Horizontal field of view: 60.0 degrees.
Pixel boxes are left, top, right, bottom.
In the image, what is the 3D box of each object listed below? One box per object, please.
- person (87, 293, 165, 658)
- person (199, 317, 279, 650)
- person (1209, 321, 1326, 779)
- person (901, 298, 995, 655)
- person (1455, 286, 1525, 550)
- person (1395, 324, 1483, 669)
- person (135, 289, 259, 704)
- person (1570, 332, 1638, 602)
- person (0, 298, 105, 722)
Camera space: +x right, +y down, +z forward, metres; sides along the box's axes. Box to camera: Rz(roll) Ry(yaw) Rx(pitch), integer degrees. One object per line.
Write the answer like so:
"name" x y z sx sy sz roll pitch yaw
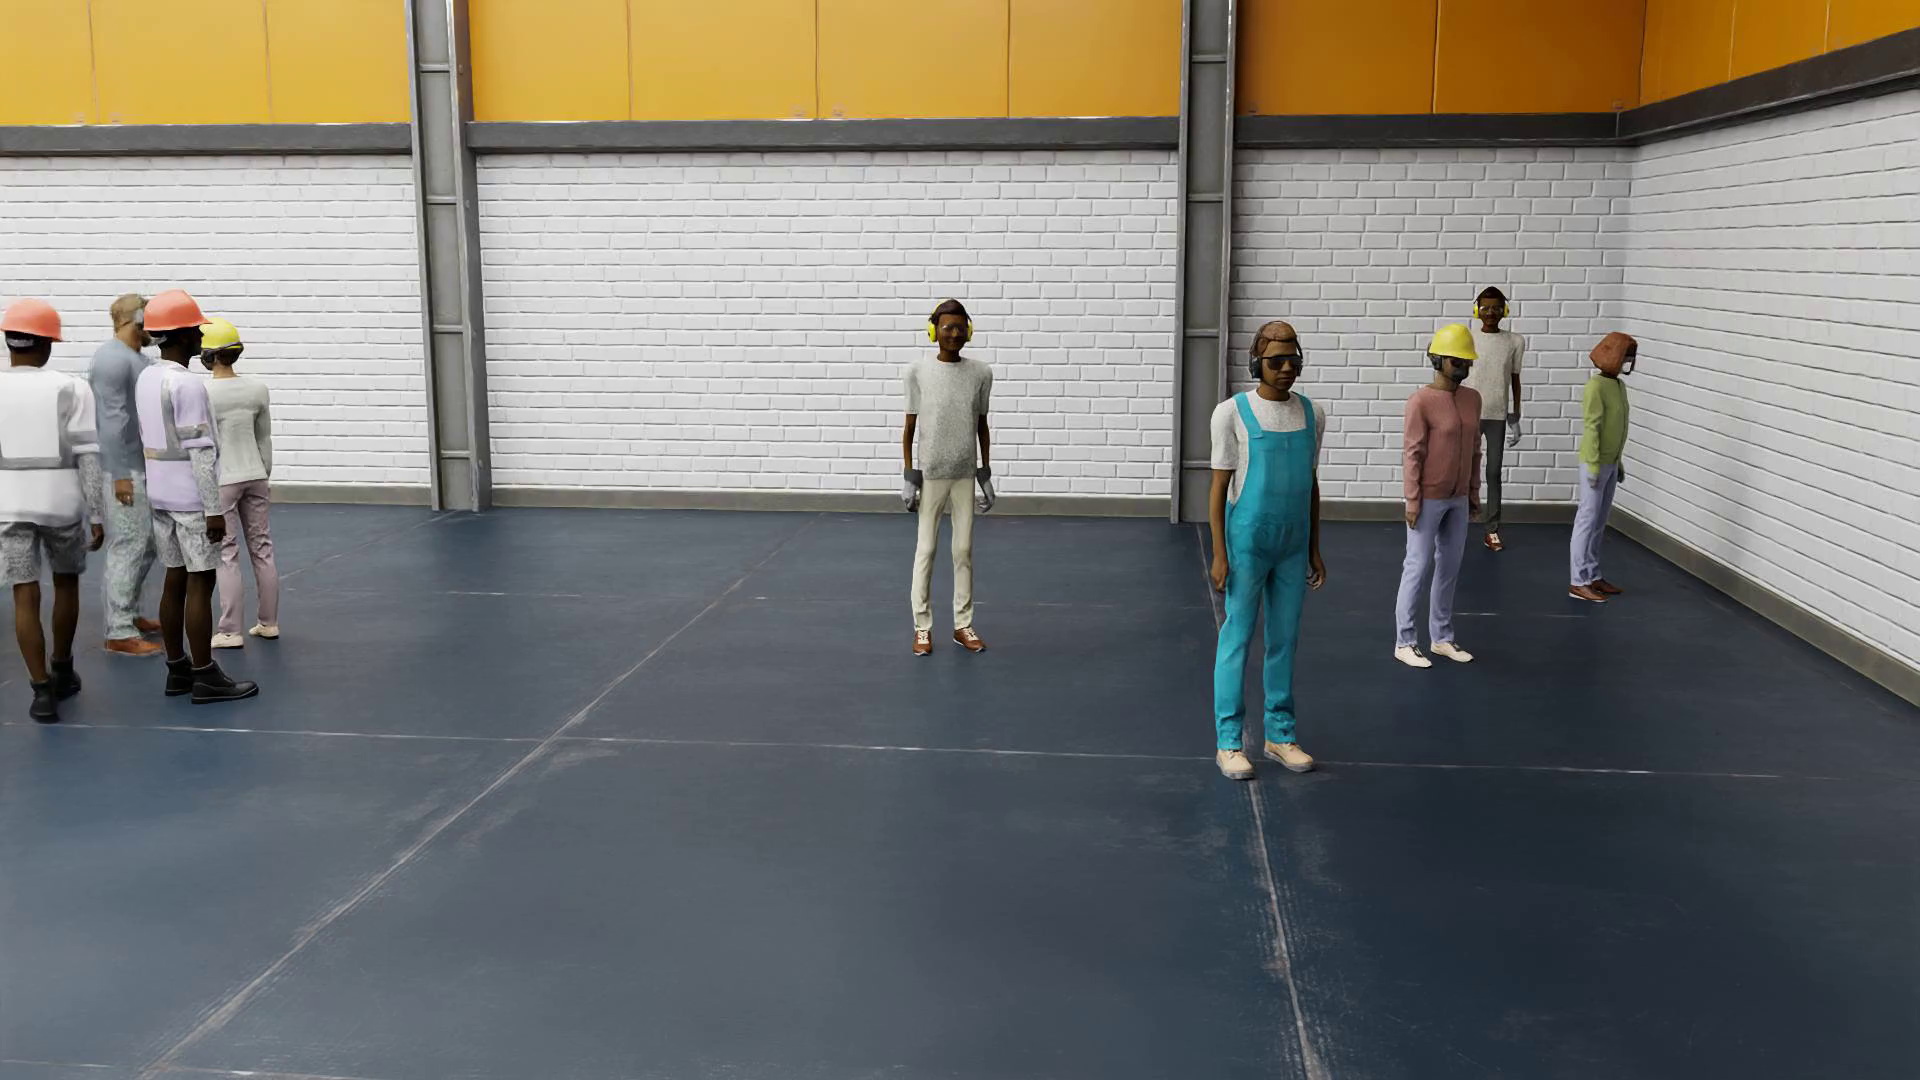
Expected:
"person" -4.416 -0.344 8.802 0.383 1.902 0.699 -2 10 -10
"person" -3.908 -0.299 8.904 0.307 1.772 0.526 5 11 27
"person" 1.248 0.042 6.734 0.511 1.845 0.341 -4 11 -20
"person" -0.061 -0.330 8.780 0.508 1.876 0.329 -3 10 -17
"person" 3.723 -0.856 11.806 0.508 1.872 0.329 2 10 11
"person" 2.465 -0.220 8.487 0.519 1.757 0.338 -7 12 -33
"person" -3.625 -0.198 7.829 0.544 1.943 0.347 8 13 39
"person" 3.933 -0.451 10.159 0.280 1.633 0.498 8 13 39
"person" -4.251 -0.152 7.677 0.550 1.896 0.762 -5 11 -25
